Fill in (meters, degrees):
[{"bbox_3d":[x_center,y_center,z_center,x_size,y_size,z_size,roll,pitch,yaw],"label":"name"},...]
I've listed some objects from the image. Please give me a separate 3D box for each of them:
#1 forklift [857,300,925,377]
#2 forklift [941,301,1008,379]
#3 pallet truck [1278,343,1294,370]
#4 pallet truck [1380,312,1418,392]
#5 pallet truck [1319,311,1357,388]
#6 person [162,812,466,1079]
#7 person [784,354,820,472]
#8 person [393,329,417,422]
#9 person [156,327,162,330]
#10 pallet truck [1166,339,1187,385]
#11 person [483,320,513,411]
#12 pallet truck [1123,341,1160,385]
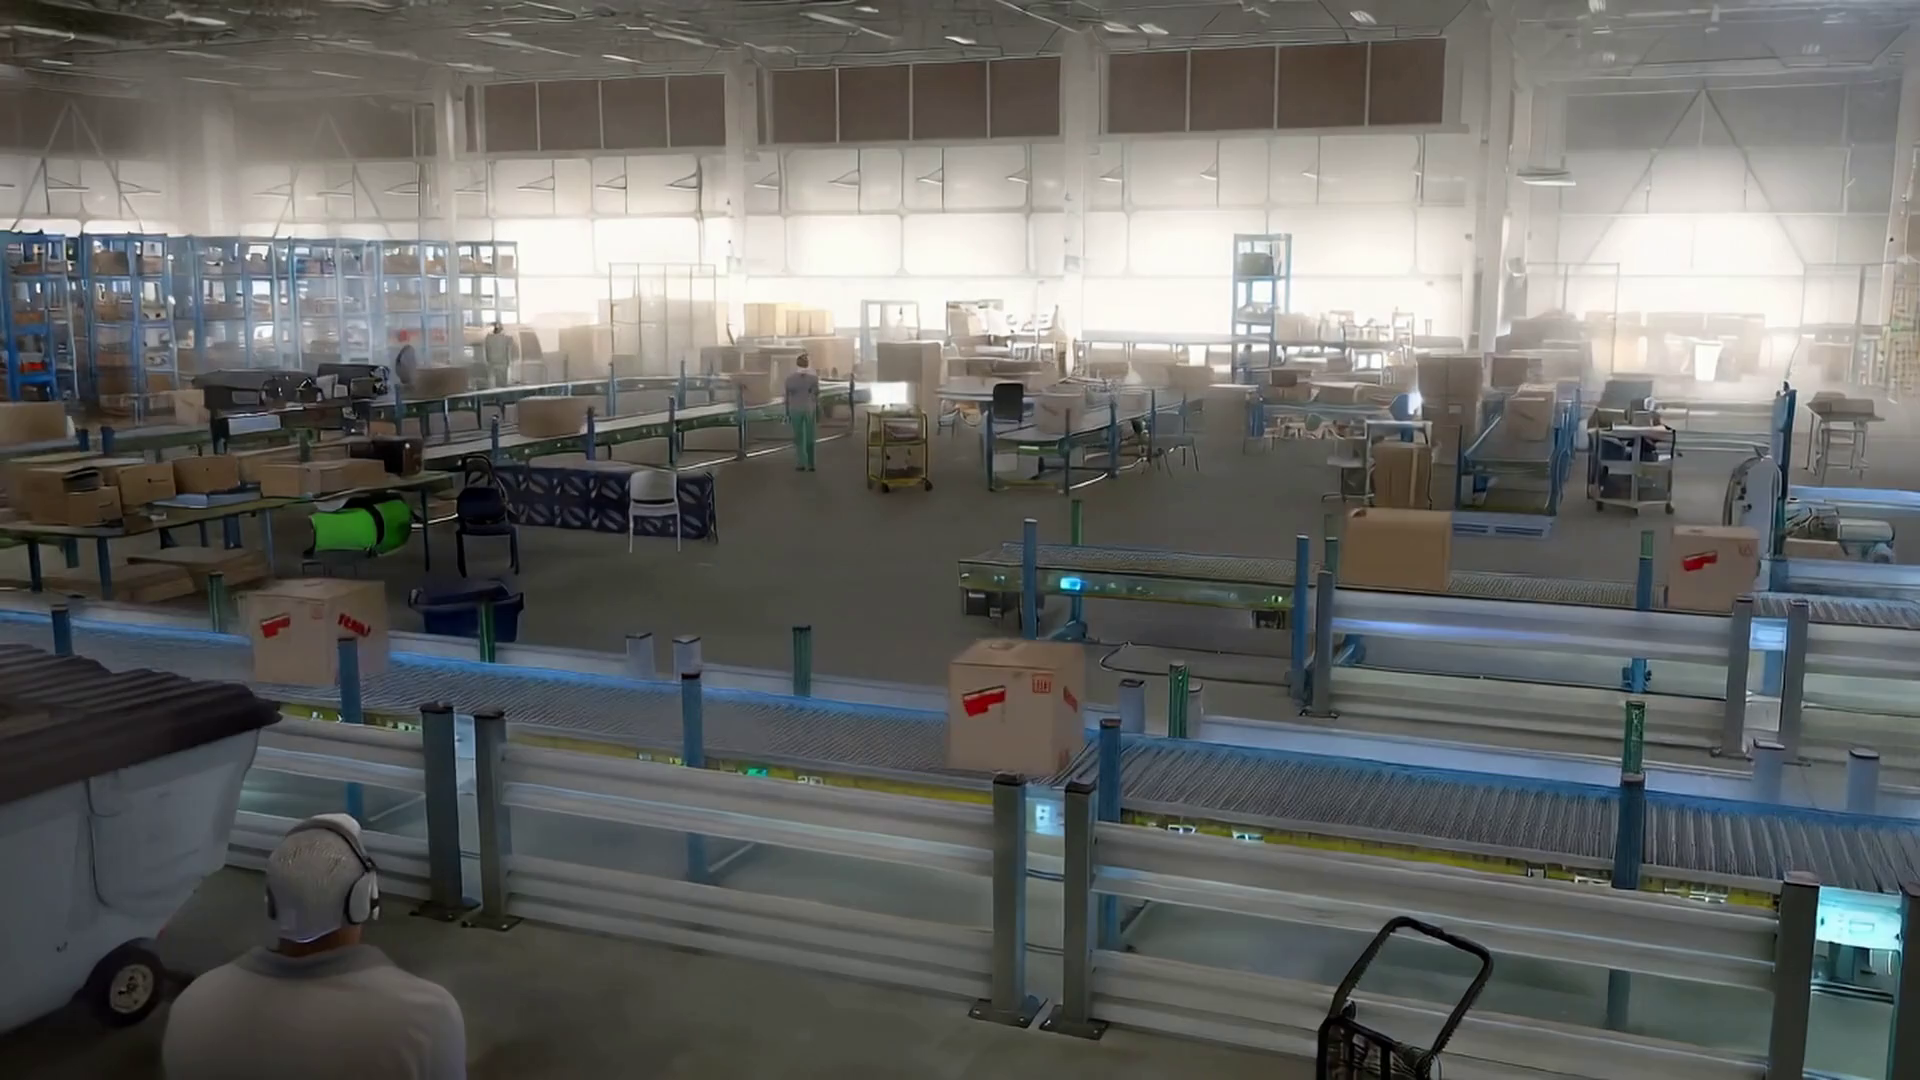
[{"bbox_3d":[-1.732,-5.109,42.468,1.157,1.987,2.680,4,10,22],"label":"forklift"},{"bbox_3d":[0.365,-4.966,41.571,1.157,1.987,2.680,3,10,20],"label":"forklift"},{"bbox_3d":[7.886,-4.163,39.743,0.653,1.274,1.630,4,10,22],"label":"pallet truck"},{"bbox_3d":[10.207,-4.283,38.369,0.823,1.965,1.885,3,10,20],"label":"pallet truck"},{"bbox_3d":[9.071,-4.419,39.190,0.823,1.965,1.885,5,10,26],"label":"pallet truck"},{"bbox_3d":[-1.317,1.515,3.552,0.642,1.898,0.395,1,9,5],"label":"person"},{"bbox_3d":[-2.326,-1.867,24.527,0.532,1.736,0.711,-1,9,-3],"label":"person"},{"bbox_3d":[-10.770,-3.172,32.171,0.513,1.814,0.625,-5,11,-28],"label":"person"},{"bbox_3d":[-17.912,-4.013,37.248,0.569,1.831,0.411,-7,11,-34],"label":"person"},{"bbox_3d":[5.418,-4.269,40.420,0.704,1.261,1.522,3,10,20],"label":"pallet truck"},{"bbox_3d":[-9.680,-3.652,34.821,0.642,1.909,0.399,1,9,7],"label":"person"},{"bbox_3d":[4.445,-4.380,41.279,0.680,1.201,1.601,4,10,22],"label":"pallet truck"}]
